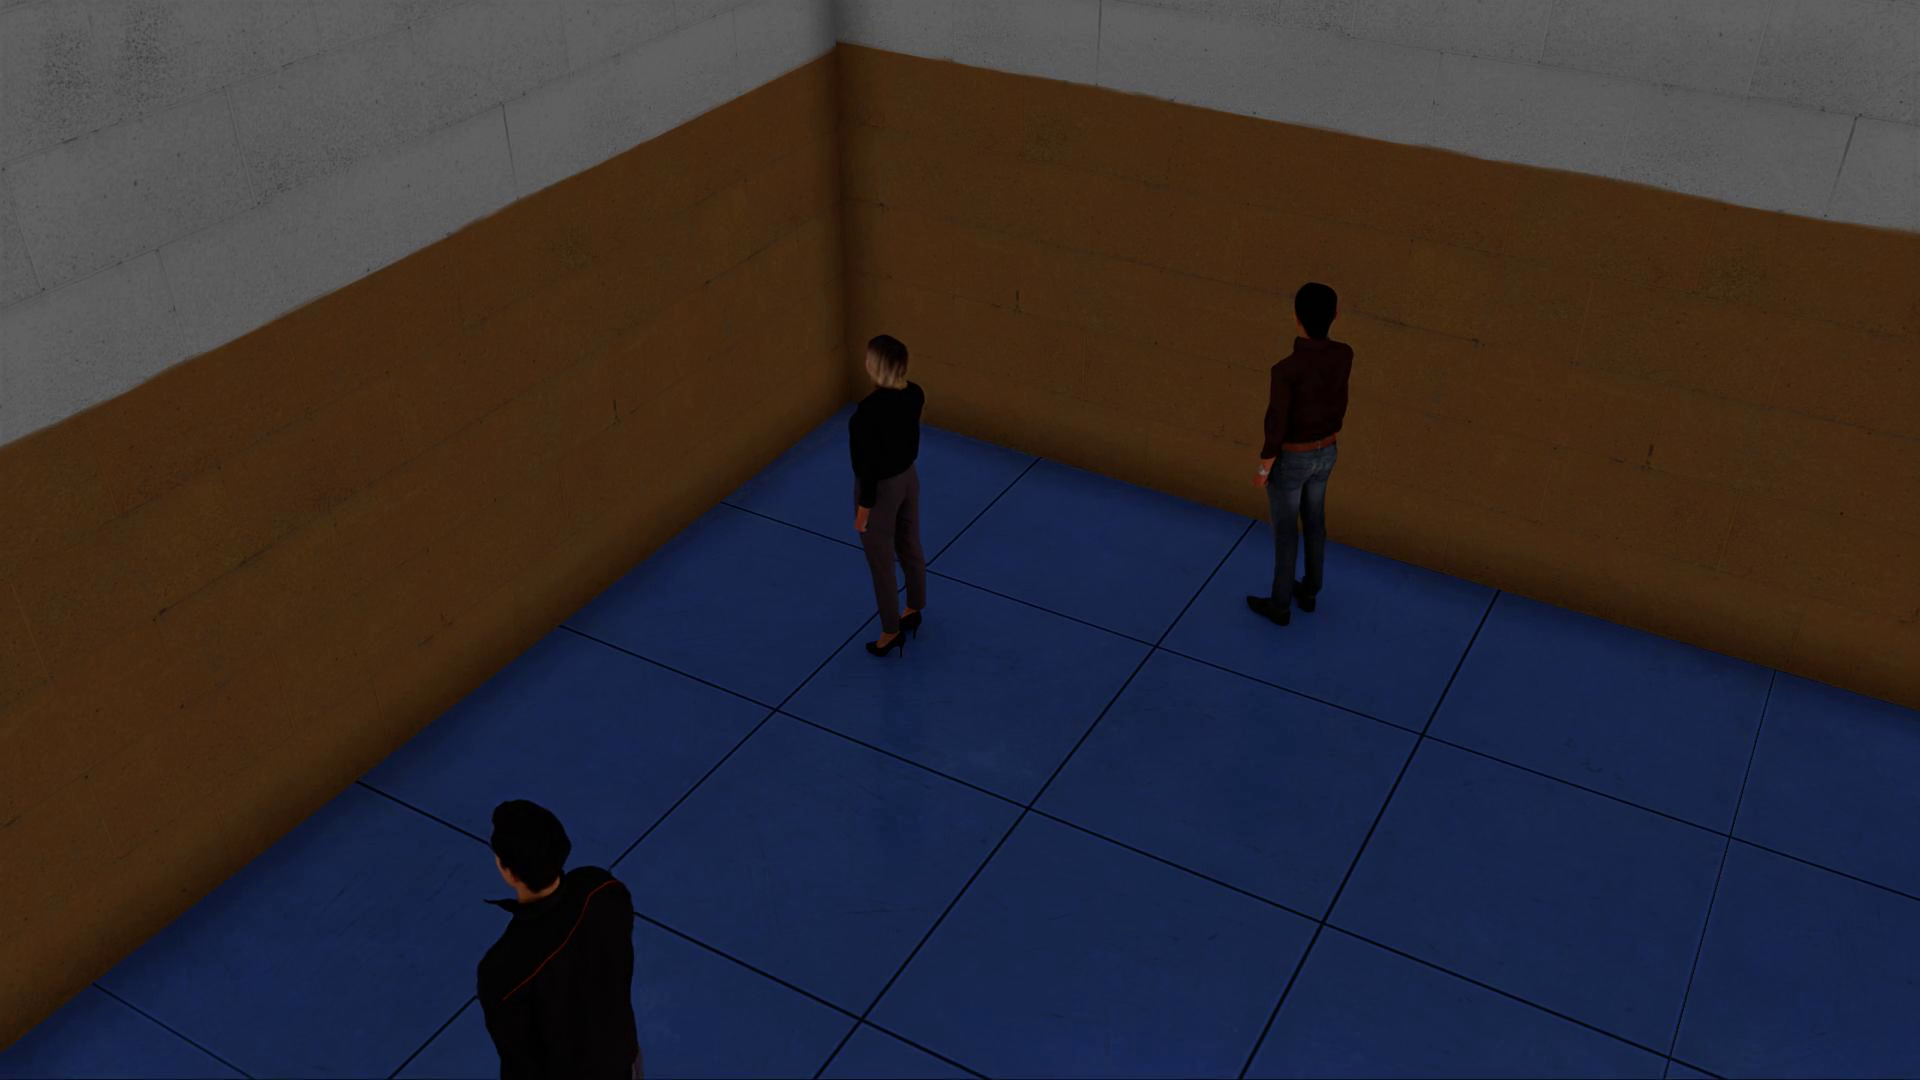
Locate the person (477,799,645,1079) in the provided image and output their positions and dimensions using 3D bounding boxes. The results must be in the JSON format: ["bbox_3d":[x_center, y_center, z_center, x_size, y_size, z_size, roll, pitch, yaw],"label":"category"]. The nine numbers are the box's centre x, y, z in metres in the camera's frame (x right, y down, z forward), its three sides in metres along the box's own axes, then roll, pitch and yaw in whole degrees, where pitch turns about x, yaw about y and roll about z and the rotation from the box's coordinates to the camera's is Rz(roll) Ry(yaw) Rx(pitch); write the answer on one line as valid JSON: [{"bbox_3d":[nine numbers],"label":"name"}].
[{"bbox_3d":[-1.123,1.526,4.906,0.745,1.945,0.503,17,37,24],"label":"person"}]

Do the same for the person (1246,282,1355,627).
[{"bbox_3d":[1.640,-0.391,7.939,0.634,1.778,0.772,-18,38,-25],"label":"person"}]

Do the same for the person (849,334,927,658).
[{"bbox_3d":[-0.323,-0.188,7.730,0.669,1.671,0.480,20,39,27],"label":"person"}]
